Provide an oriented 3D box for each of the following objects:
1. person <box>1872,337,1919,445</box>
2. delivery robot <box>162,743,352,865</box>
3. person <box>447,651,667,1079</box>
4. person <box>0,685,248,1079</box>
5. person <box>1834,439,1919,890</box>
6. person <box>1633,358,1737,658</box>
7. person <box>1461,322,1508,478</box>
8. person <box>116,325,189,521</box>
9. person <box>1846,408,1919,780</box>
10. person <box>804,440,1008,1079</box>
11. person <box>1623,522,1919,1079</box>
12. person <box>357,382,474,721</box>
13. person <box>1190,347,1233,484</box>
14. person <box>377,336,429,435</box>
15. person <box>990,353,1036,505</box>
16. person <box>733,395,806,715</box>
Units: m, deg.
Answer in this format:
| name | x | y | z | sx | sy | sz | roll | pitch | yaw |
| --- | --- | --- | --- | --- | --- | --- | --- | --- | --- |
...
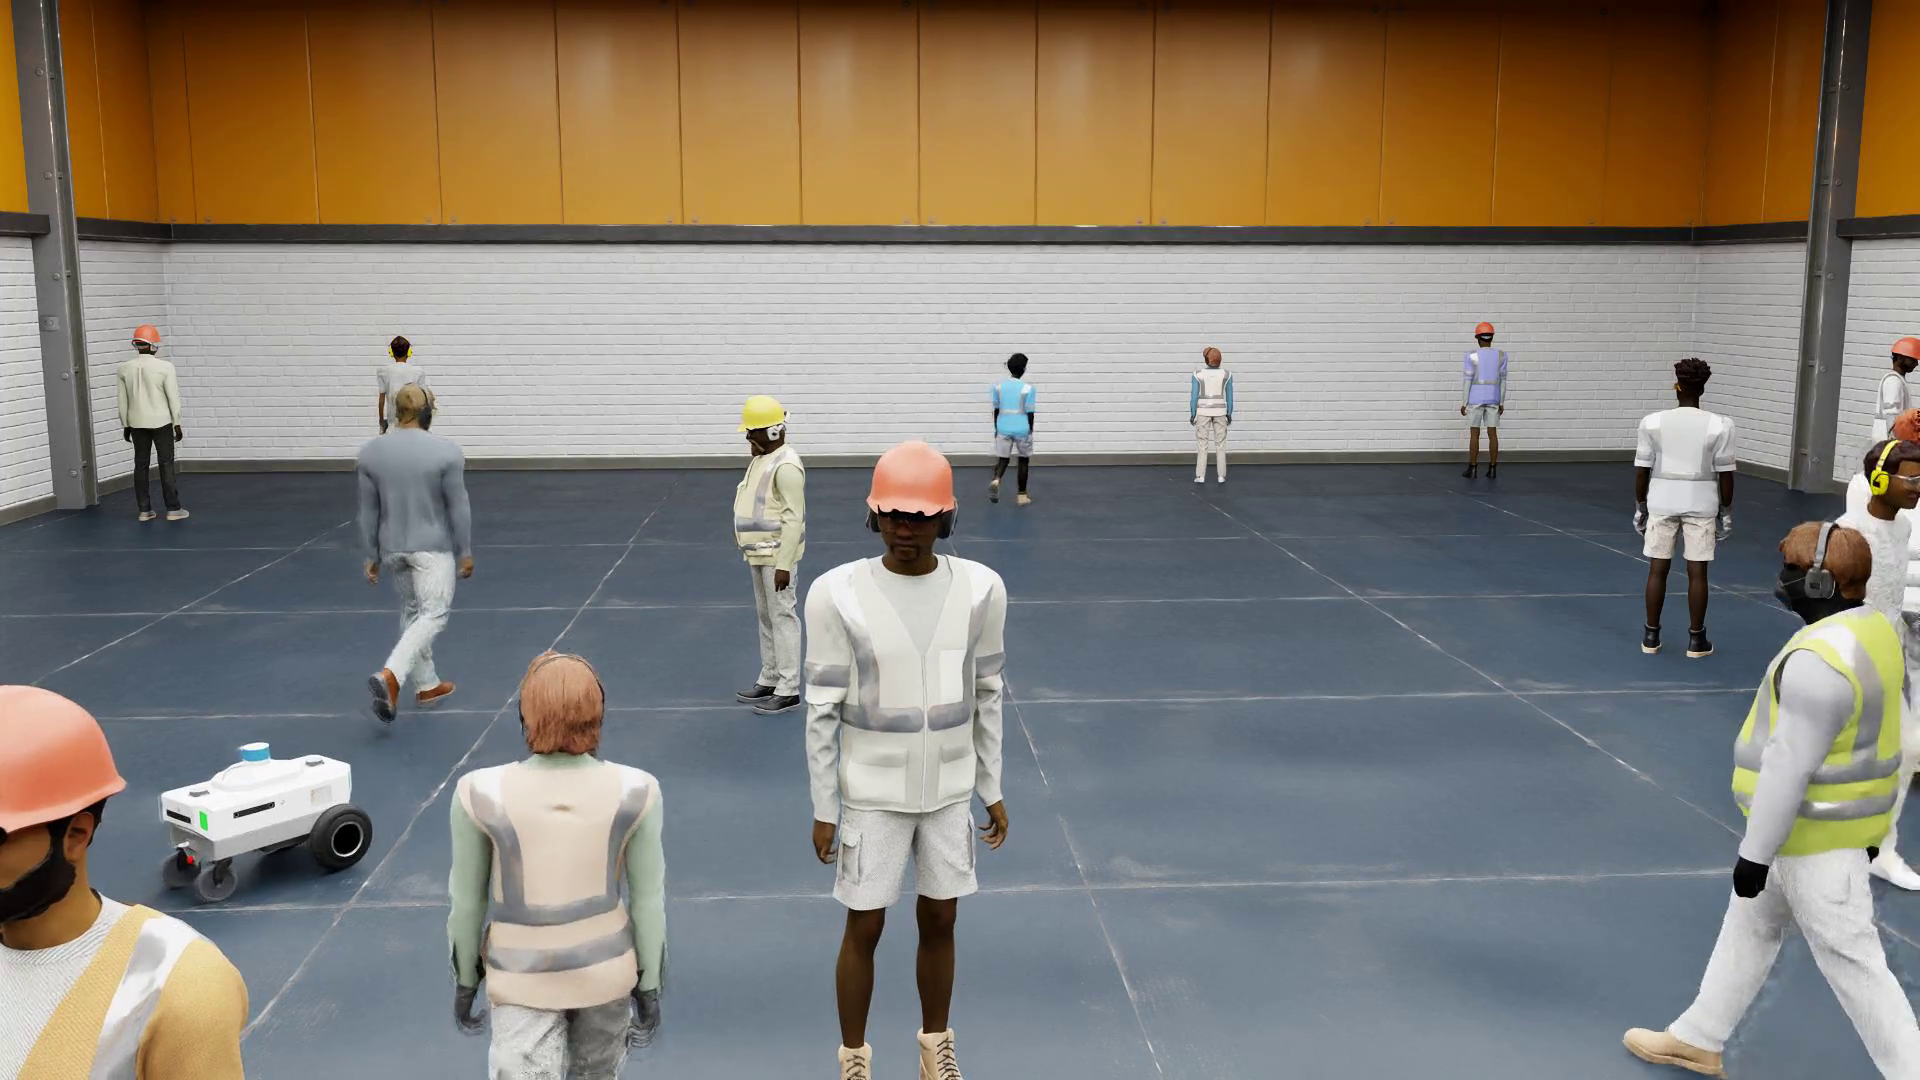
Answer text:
| name | x | y | z | sx | sy | sz | roll | pitch | yaw |
| --- | --- | --- | --- | --- | --- | --- | --- | --- | --- |
| person | 8.702 | -0.918 | 15.481 | 0.383 | 1.927 | 0.543 | 5 | 10 | 28 |
| delivery robot | -2.905 | 1.086 | 6.896 | 0.477 | 0.478 | 0.707 | 7 | 11 | 36 |
| person | -0.934 | 1.076 | 3.949 | 0.510 | 1.609 | 0.770 | -4 | 10 | -23 |
| person | -1.296 | 1.156 | 2.424 | 0.545 | 1.938 | 0.358 | 2 | 9 | 10 |
| person | 3.708 | 0.512 | 6.770 | 0.493 | 1.846 | 0.743 | -4 | 10 | -24 |
| person | 4.745 | -0.211 | 10.915 | 0.613 | 1.965 | 0.361 | 5 | 11 | 30 |
| person | 6.442 | -1.717 | 20.494 | 0.542 | 1.929 | 0.368 | 0 | 9 | -1 |
| person | -8.242 | -1.189 | 16.966 | 0.612 | 1.996 | 0.388 | 0 | 9 | 0 |
| person | 4.570 | 0.292 | 8.068 | 0.571 | 1.867 | 0.440 | 3 | 10 | 19 |
| person | -0.137 | 0.724 | 4.816 | 0.610 | 2.040 | 0.394 | -3 | 10 | -19 |
| person | 2.511 | 0.838 | 4.879 | 0.950 | 1.798 | 0.641 | 7 | 11 | 38 |
| person | -3.108 | 0.065 | 9.376 | 0.620 | 1.910 | 0.854 | 2 | 9 | 13 |
| person | 3.013 | -1.487 | 19.938 | 0.522 | 1.644 | 0.305 | 0 | 9 | -2 |
| person | -5.912 | -1.233 | 17.679 | 0.510 | 1.862 | 0.323 | -2 | 9 | -14 |
| person | 0.562 | -1.178 | 17.893 | 0.532 | 1.673 | 0.613 | 4 | 10 | 23 |
| person | -1.091 | 0.081 | 9.536 | 0.403 | 1.823 | 0.588 | -4 | 10 | -23 |
